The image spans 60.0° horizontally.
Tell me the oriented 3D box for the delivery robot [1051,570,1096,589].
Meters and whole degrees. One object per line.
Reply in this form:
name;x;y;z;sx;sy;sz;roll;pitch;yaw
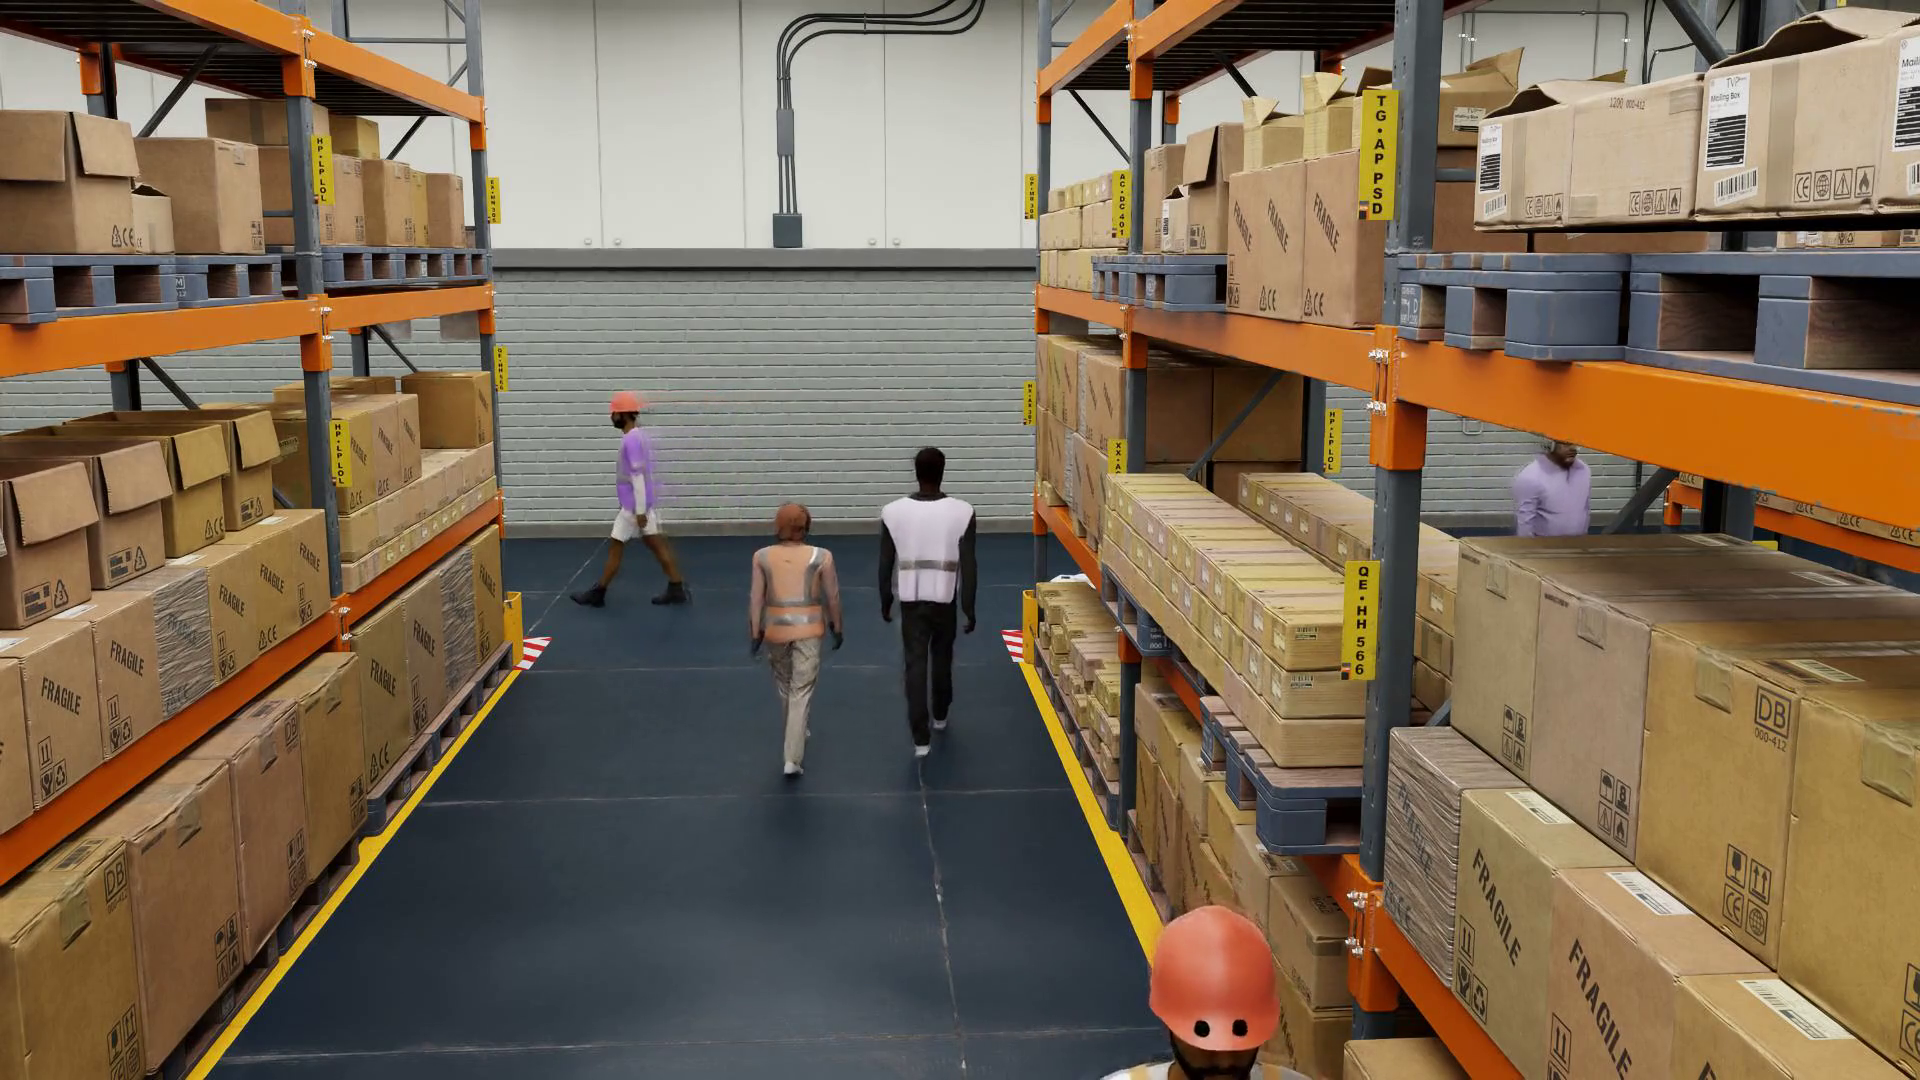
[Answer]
delivery robot;1.104;0.424;13.538;0.707;0.478;0.477;4;10;21

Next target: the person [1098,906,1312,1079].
person;0.454;1.561;3.170;0.553;1.907;0.932;-1;10;-5

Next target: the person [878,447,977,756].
person;-0.205;0.353;10.381;0.611;1.865;0.999;0;10;1

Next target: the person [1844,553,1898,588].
person;7.230;-0.117;13.083;0.591;1.900;0.591;-7;12;-37

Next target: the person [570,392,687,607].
person;-2.870;-0.345;14.455;1.017;1.879;0.561;-1;10;-3

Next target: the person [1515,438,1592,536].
person;4.260;0.115;11.729;0.683;1.872;0.845;-3;10;-19

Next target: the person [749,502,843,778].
person;-0.981;0.575;9.880;0.518;1.595;0.866;2;10;12
